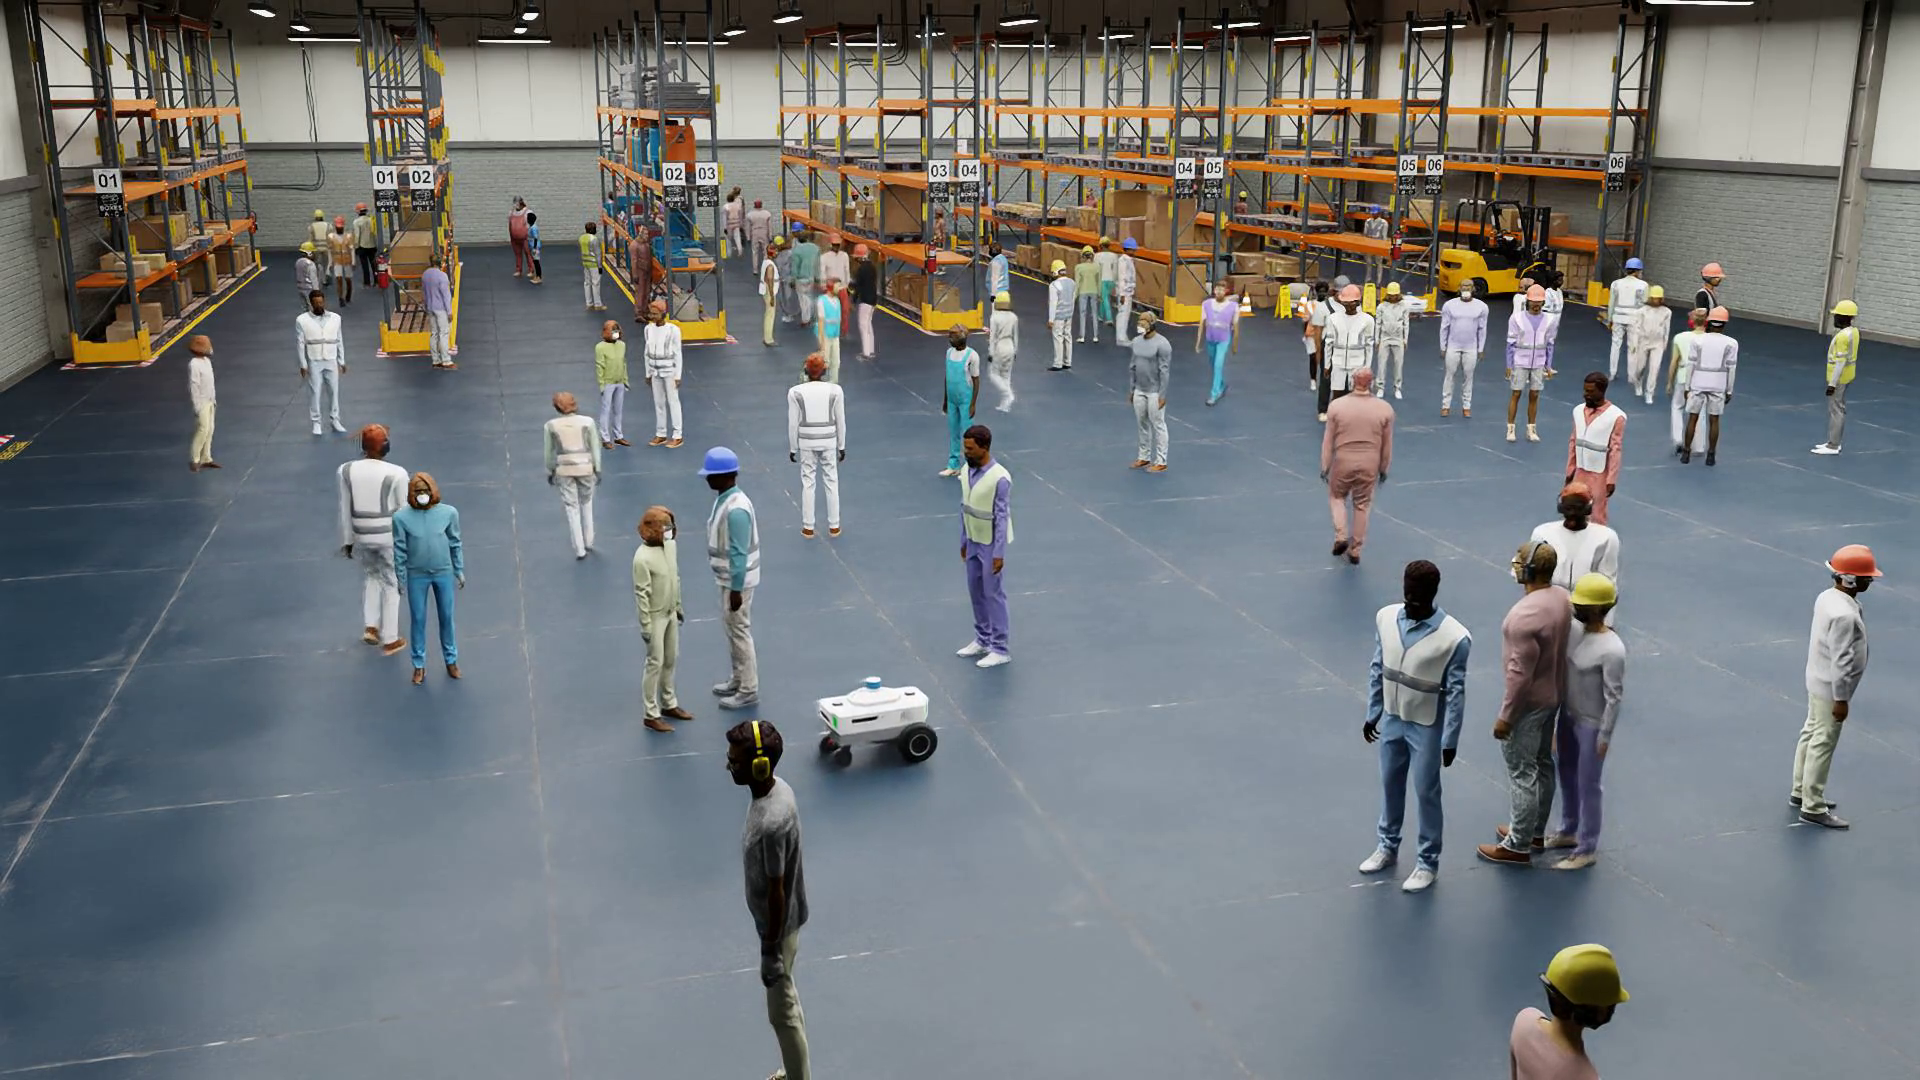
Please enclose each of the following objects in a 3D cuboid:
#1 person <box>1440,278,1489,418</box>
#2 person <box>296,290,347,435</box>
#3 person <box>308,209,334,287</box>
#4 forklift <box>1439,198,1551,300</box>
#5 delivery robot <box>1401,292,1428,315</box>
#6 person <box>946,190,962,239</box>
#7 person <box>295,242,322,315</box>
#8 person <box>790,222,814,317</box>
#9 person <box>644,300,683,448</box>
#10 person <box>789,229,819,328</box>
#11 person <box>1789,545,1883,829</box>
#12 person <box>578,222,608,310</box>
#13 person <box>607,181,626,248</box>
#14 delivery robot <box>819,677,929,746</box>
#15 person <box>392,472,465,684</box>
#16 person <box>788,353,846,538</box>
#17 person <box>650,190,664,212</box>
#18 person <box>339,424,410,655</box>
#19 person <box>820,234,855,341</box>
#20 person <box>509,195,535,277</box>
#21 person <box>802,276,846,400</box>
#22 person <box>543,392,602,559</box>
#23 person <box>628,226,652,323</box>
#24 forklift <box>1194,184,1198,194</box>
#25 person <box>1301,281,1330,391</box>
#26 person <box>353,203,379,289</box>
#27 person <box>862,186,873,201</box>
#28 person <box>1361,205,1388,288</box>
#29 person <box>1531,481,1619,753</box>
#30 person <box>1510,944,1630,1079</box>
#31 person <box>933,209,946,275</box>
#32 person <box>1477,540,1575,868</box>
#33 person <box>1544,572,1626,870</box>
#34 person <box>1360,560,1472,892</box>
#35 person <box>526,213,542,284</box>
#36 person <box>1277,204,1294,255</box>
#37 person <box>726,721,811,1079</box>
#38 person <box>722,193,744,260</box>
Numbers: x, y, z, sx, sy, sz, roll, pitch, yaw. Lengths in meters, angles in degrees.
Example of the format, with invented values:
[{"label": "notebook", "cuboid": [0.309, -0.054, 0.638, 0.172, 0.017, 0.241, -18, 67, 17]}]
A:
[{"label": "person", "cuboid": [7.006, -2.676, 23.203, 0.630, 1.940, 0.372, 4, 15, 13]}, {"label": "person", "cuboid": [-8.476, -2.369, 22.088, 0.597, 1.916, 0.371, -11, 18, -36]}, {"label": "person", "cuboid": [-15.024, -6.882, 39.254, 0.627, 1.817, 0.426, -3, 15, -10]}, {"label": "forklift", "cuboid": [11.913, -6.508, 37.130, 2.313, 2.155, 1.214, -4, 15, -15]}, {"label": "delivery robot", "cuboid": [9.014, -4.732, 33.410, 0.707, 0.478, 0.477, 0, 15, 1]}, {"label": "person", "cuboid": [-0.193, -10.332, 52.615, 0.501, 1.627, 0.279, 3, 15, 11]}, {"label": "person", "cuboid": [-11.861, -4.516, 30.360, 0.590, 1.823, 0.404, 12, 19, 39]}, {"label": "person", "cuboid": [-3.244, -5.483, 33.791, 0.455, 1.933, 0.610, -9, 17, -31]}, {"label": "person", "cuboid": [-3.778, -2.118, 21.225, 0.581, 1.878, 0.344, 8, 17, 29]}, {"label": "person", "cuboid": [-3.089, -5.084, 32.322, 0.659, 1.917, 0.608, -14, 21, -43]}, {"label": "person", "cuboid": [5.363, 0.877, 10.184, 0.327, 1.753, 0.563, 4, 16, 16]}, {"label": "person", "cuboid": [-7.723, -5.759, 34.992, 0.621, 1.844, 0.429, 13, 19, 40]}, {"label": "person", "cuboid": [-10.055, -9.559, 49.012, 0.609, 1.986, 0.393, 0, 15, 2]}, {"label": "delivery robot", "cuboid": [-0.582, 1.167, 11.215, 0.707, 0.478, 0.477, -6, 16, -22]}, {"label": "person", "cuboid": [-4.036, 0.279, 12.667, 0.508, 1.632, 0.265, -6, 16, -23]}, {"label": "person", "cuboid": [-1.440, -0.946, 16.801, 0.573, 1.883, 0.355, -2, 15, -8]}, {"label": "person", "cuboid": [-8.350, -8.752, 46.129, 0.399, 1.919, 0.601, -13, 20, -41]}, {"label": "person", "cuboid": [-4.619, -0.007, 13.292, 0.604, 1.866, 0.419, 2, 15, 9]}, {"label": "person", "cuboid": [-2.238, -4.600, 30.395, 0.653, 1.956, 0.872, -9, 17, -29]}, {"label": "person", "cuboid": [-10.947, -7.574, 41.439, 0.684, 2.000, 0.535, 4, 15, 14]}, {"label": "person", "cuboid": [-2.003, -2.992, 24.621, 0.650, 1.820, 0.610, 8, 17, 28]}, {"label": "person", "cuboid": [-3.758, -0.635, 16.155, 0.534, 1.590, 0.602, -4, 15, -14]}, {"label": "person", "cuboid": [-6.309, -5.279, 33.095, 0.401, 1.893, 0.654, 5, 16, 19]}, {"label": "forklift", "cuboid": [7.392, -11.333, 53.972, 1.873, 2.768, 1.129, -4, 15, -15]}, {"label": "person", "cuboid": [5.433, -3.071, 25.192, 0.536, 1.684, 0.495, 4, 15, 16]}, {"label": "person", "cuboid": [-13.919, -6.885, 38.933, 0.397, 1.992, 0.623, 9, 17, 30]}, {"label": "person", "cuboid": [-2.721, -9.536, 49.185, 0.498, 1.860, 0.338, 12, 19, 39]}, {"label": "person", "cuboid": [9.735, -6.905, 39.119, 0.610, 1.938, 0.413, 13, 20, 41]}, {"label": "person", "cuboid": [4.189, 0.491, 11.429, 0.583, 1.869, 0.670, 7, 16, 23]}, {"label": "person", "cuboid": [1.953, 2.129, 5.470, 0.341, 1.757, 0.518, -3, 15, -10]}, {"label": "person", "cuboid": [-0.516, -7.527, 42.030, 0.307, 1.639, 0.525, -5, 16, -19]}, {"label": "person", "cuboid": [3.276, 0.939, 9.598, 0.371, 1.940, 0.627, 13, 19, 40]}, {"label": "person", "cuboid": [3.576, 1.034, 9.582, 0.324, 1.769, 0.530, -3, 15, -12]}, {"label": "person", "cuboid": [2.566, 1.020, 9.355, 0.385, 1.911, 0.593, -12, 19, -37]}, {"label": "person", "cuboid": [-10.246, -7.013, 39.985, 0.317, 1.695, 0.540, -5, 16, -19]}, {"label": "person", "cuboid": [8.494, -7.938, 43.490, 0.543, 1.687, 0.592, -5, 16, -18]}, {"label": "person", "cuboid": [-0.809, 1.649, 7.107, 0.328, 1.853, 0.506, -3, 15, -10]}, {"label": "person", "cuboid": [-6.266, -8.670, 46.028, 0.623, 1.813, 0.869, -9, 17, -30]}]
